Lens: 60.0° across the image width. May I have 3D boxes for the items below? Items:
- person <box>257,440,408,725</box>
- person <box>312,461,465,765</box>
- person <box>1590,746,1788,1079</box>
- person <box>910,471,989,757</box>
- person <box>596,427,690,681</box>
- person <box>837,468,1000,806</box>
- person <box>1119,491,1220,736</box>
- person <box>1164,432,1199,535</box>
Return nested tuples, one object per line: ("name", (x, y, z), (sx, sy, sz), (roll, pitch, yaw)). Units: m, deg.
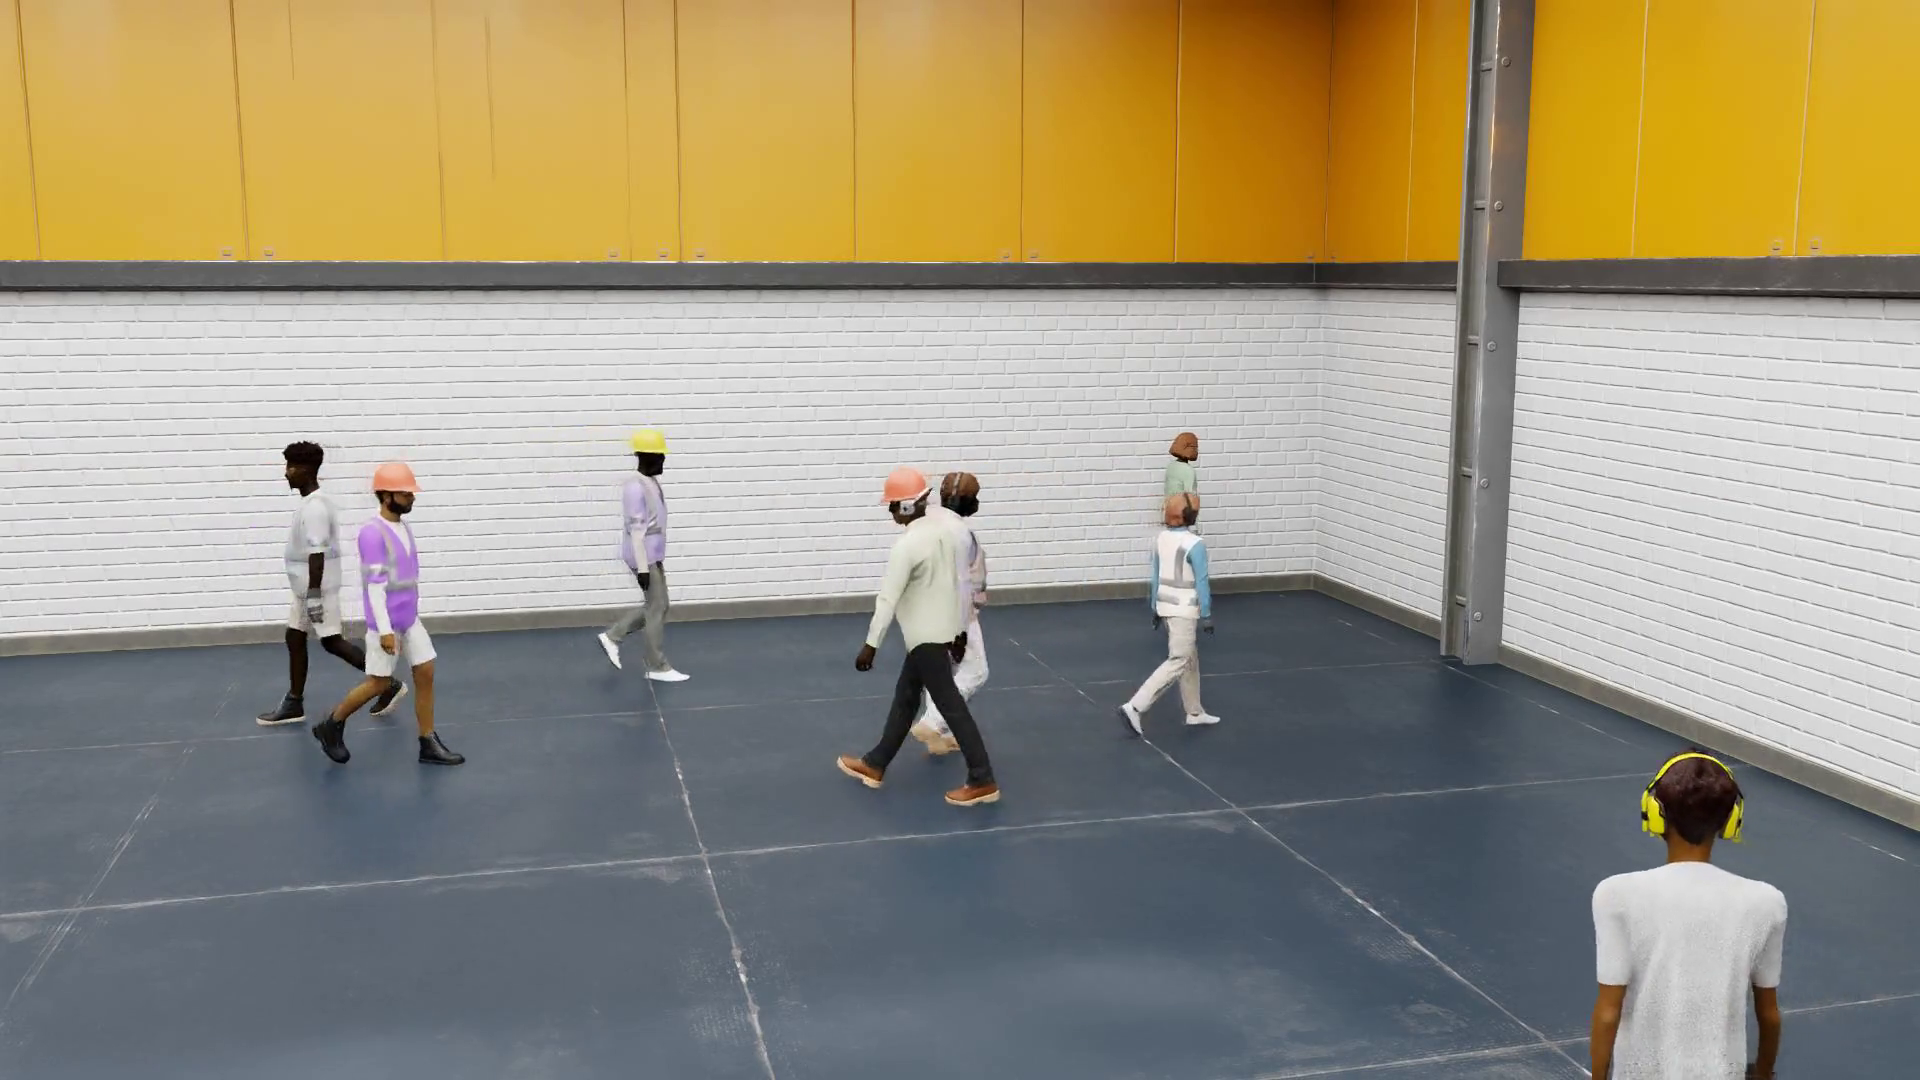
("person", (-4.258, 0.284, 11.193), (0.909, 1.938, 0.609), (-4, 10, -22))
("person", (-3.541, 0.460, 10.184), (0.858, 1.910, 0.549), (2, 9, 11))
("person", (1.892, 1.432, 4.381), (0.535, 1.813, 1.006), (1, 9, 7))
("person", (-0.064, 0.473, 10.337), (0.456, 1.825, 0.669), (-4, 10, -25))
("person", (-2.369, 0.112, 12.336), (0.645, 1.908, 0.589), (0, 9, 3))
("person", (-0.234, 0.556, 9.542), (1.067, 1.927, 0.626), (3, 10, 20))
("person", (1.394, 0.482, 10.943), (0.763, 1.612, 0.510), (-4, 10, -22))
("person", (1.977, -0.144, 14.793), (0.271, 1.629, 0.507), (-3, 10, -18))
